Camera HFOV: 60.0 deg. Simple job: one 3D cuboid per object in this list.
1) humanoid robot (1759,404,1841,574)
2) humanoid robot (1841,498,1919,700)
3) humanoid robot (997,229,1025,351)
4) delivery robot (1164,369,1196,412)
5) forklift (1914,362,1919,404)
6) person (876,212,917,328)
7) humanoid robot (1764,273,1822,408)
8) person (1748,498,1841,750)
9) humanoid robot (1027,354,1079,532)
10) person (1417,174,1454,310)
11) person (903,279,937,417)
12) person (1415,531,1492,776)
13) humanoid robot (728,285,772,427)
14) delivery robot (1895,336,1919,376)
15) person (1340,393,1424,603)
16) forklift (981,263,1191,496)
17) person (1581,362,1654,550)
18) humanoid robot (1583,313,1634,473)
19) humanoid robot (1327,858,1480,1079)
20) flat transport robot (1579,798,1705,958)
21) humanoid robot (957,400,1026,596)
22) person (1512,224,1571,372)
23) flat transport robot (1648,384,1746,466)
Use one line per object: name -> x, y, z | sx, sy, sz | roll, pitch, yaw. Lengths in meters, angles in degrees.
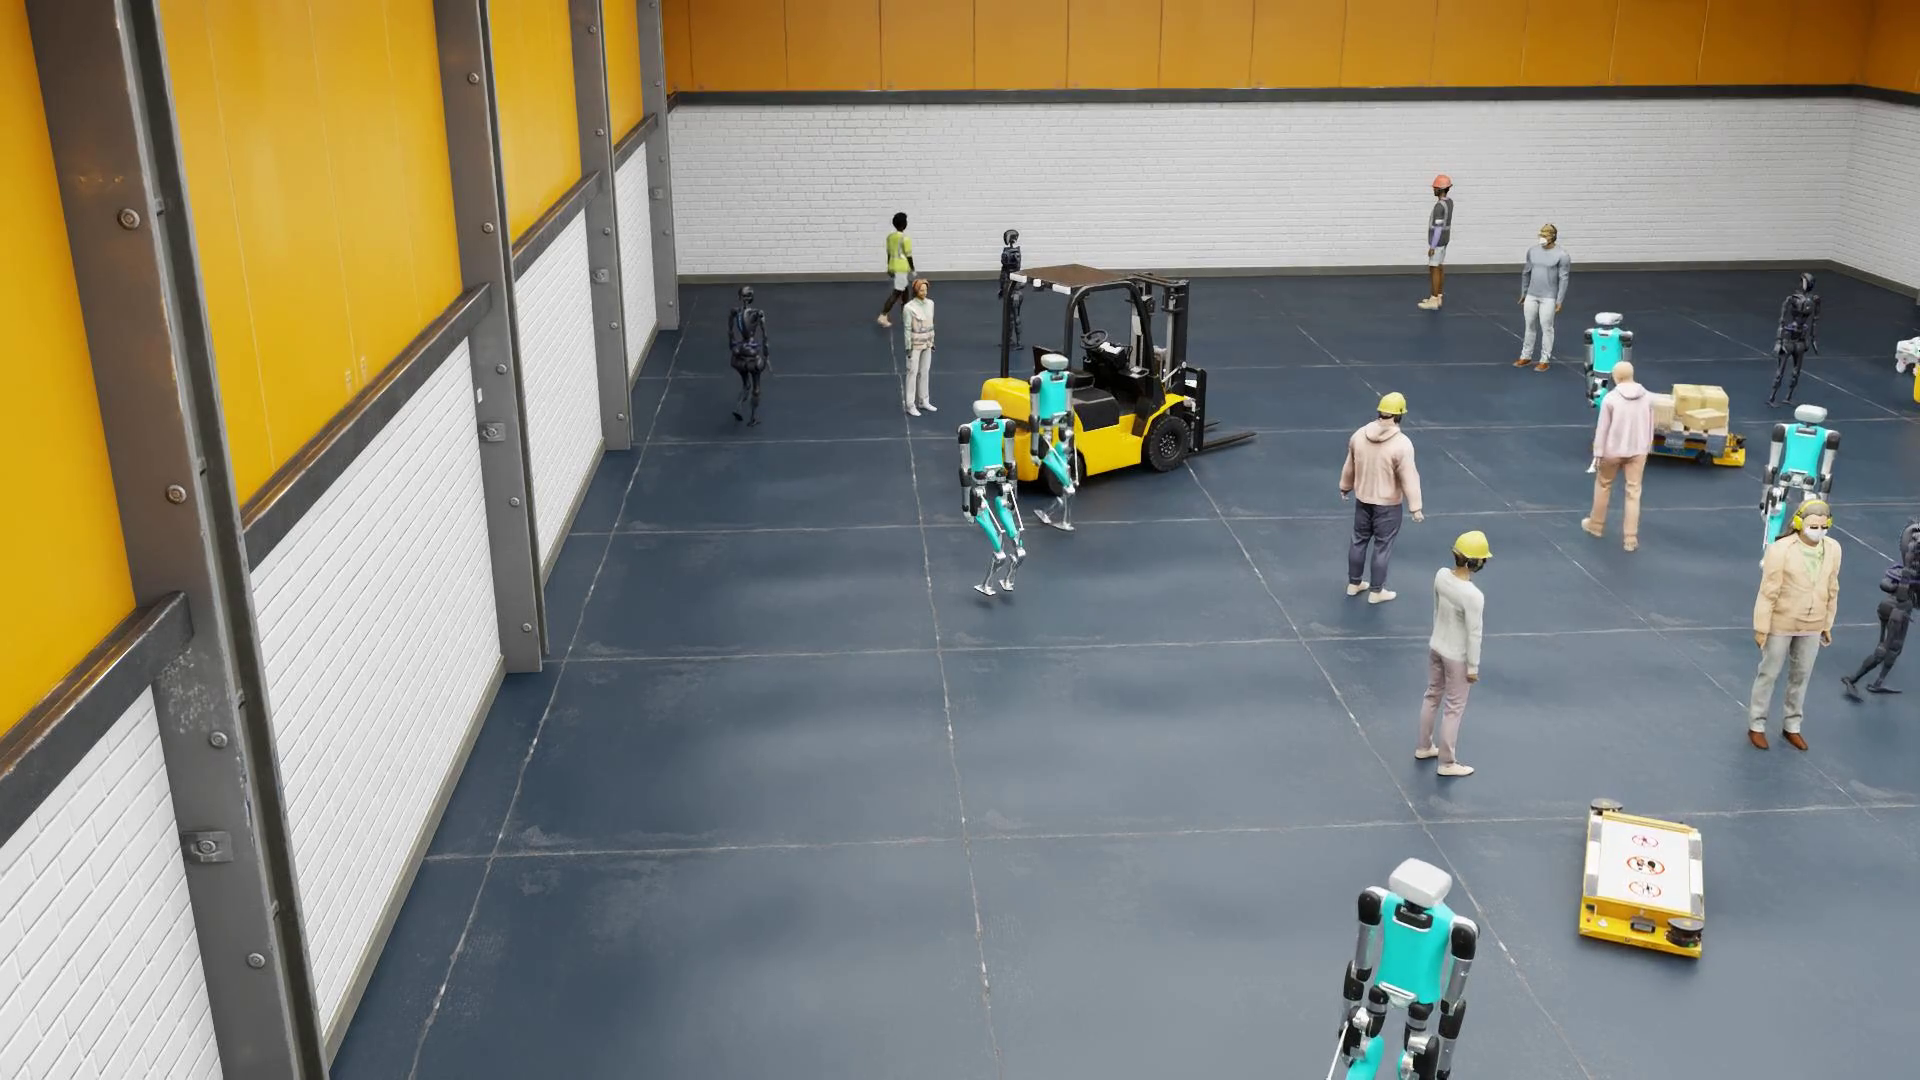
humanoid robot -> 7.043, -0.199, 14.126 | 0.532, 1.771, 0.989 | 11, 23, 28
humanoid robot -> 7.036, 0.403, 12.495 | 0.454, 1.647, 0.617 | 19, 27, 41
humanoid robot -> 0.717, -3.465, 23.004 | 0.315, 1.657, 0.599 | -8, 22, -20
delivery robot -> 2.479, -1.755, 19.980 | 0.765, 0.585, 0.499 | 6, 21, 15
forklift -> 12.602, -2.435, 19.475 | 2.313, 2.155, 1.214 | -1, 20, -4
person -> -0.926, -3.970, 24.413 | 0.845, 1.661, 0.523 | -13, 24, -32
humanoid robot -> 10.139, -2.425, 20.190 | 0.584, 1.653, 0.325 | -5, 21, -14
person -> 5.863, 0.585, 11.728 | 0.565, 1.867, 0.406 | -1, 20, -3
humanoid robot -> 0.972, -0.859, 15.838 | 0.555, 1.766, 0.928 | -15, 25, -35
person -> 7.304, -4.567, 25.501 | 0.371, 2.042, 0.613 | 11, 23, 28
person -> -0.487, -2.319, 19.952 | 0.304, 1.640, 0.521 | 15, 25, 36
person -> 3.397, 0.769, 11.374 | 0.327, 1.759, 0.519 | -6, 21, -16
humanoid robot -> -2.480, -2.150, 19.436 | 0.597, 1.643, 0.381 | 11, 23, 26
delivery robot -> 12.726, -2.469, 21.916 | 0.736, 0.578, 0.516 | -7, 21, -19
person -> 3.595, -0.356, 14.300 | 0.435, 1.855, 0.819 | -17, 26, -39
forklift -> 1.315, -1.764, 17.646 | 2.313, 2.155, 1.214 | -14, 24, -33
person -> 6.246, -0.810, 15.706 | 0.557, 1.743, 0.654 | 2, 20, 5
humanoid robot -> 7.095, -1.607, 17.913 | 0.889, 1.776, 0.582 | -14, 24, -33
humanoid robot -> 1.827, 2.351, 7.239 | 0.542, 1.880, 0.762 | 14, 24, 33
flat transport robot -> 4.141, 2.029, 10.098 | 0.659, 0.231, 1.431 | 8, 22, 20
humanoid robot -> 0.326, -0.315, 14.161 | 0.533, 1.677, 0.735 | -8, 22, -22
person -> 7.667, -3.197, 21.916 | 0.358, 1.937, 0.636 | -16, 26, -37
flat transport robot -> 7.976, -1.074, 18.553 | 1.431, 0.231, 0.659 | 9, 22, 23
